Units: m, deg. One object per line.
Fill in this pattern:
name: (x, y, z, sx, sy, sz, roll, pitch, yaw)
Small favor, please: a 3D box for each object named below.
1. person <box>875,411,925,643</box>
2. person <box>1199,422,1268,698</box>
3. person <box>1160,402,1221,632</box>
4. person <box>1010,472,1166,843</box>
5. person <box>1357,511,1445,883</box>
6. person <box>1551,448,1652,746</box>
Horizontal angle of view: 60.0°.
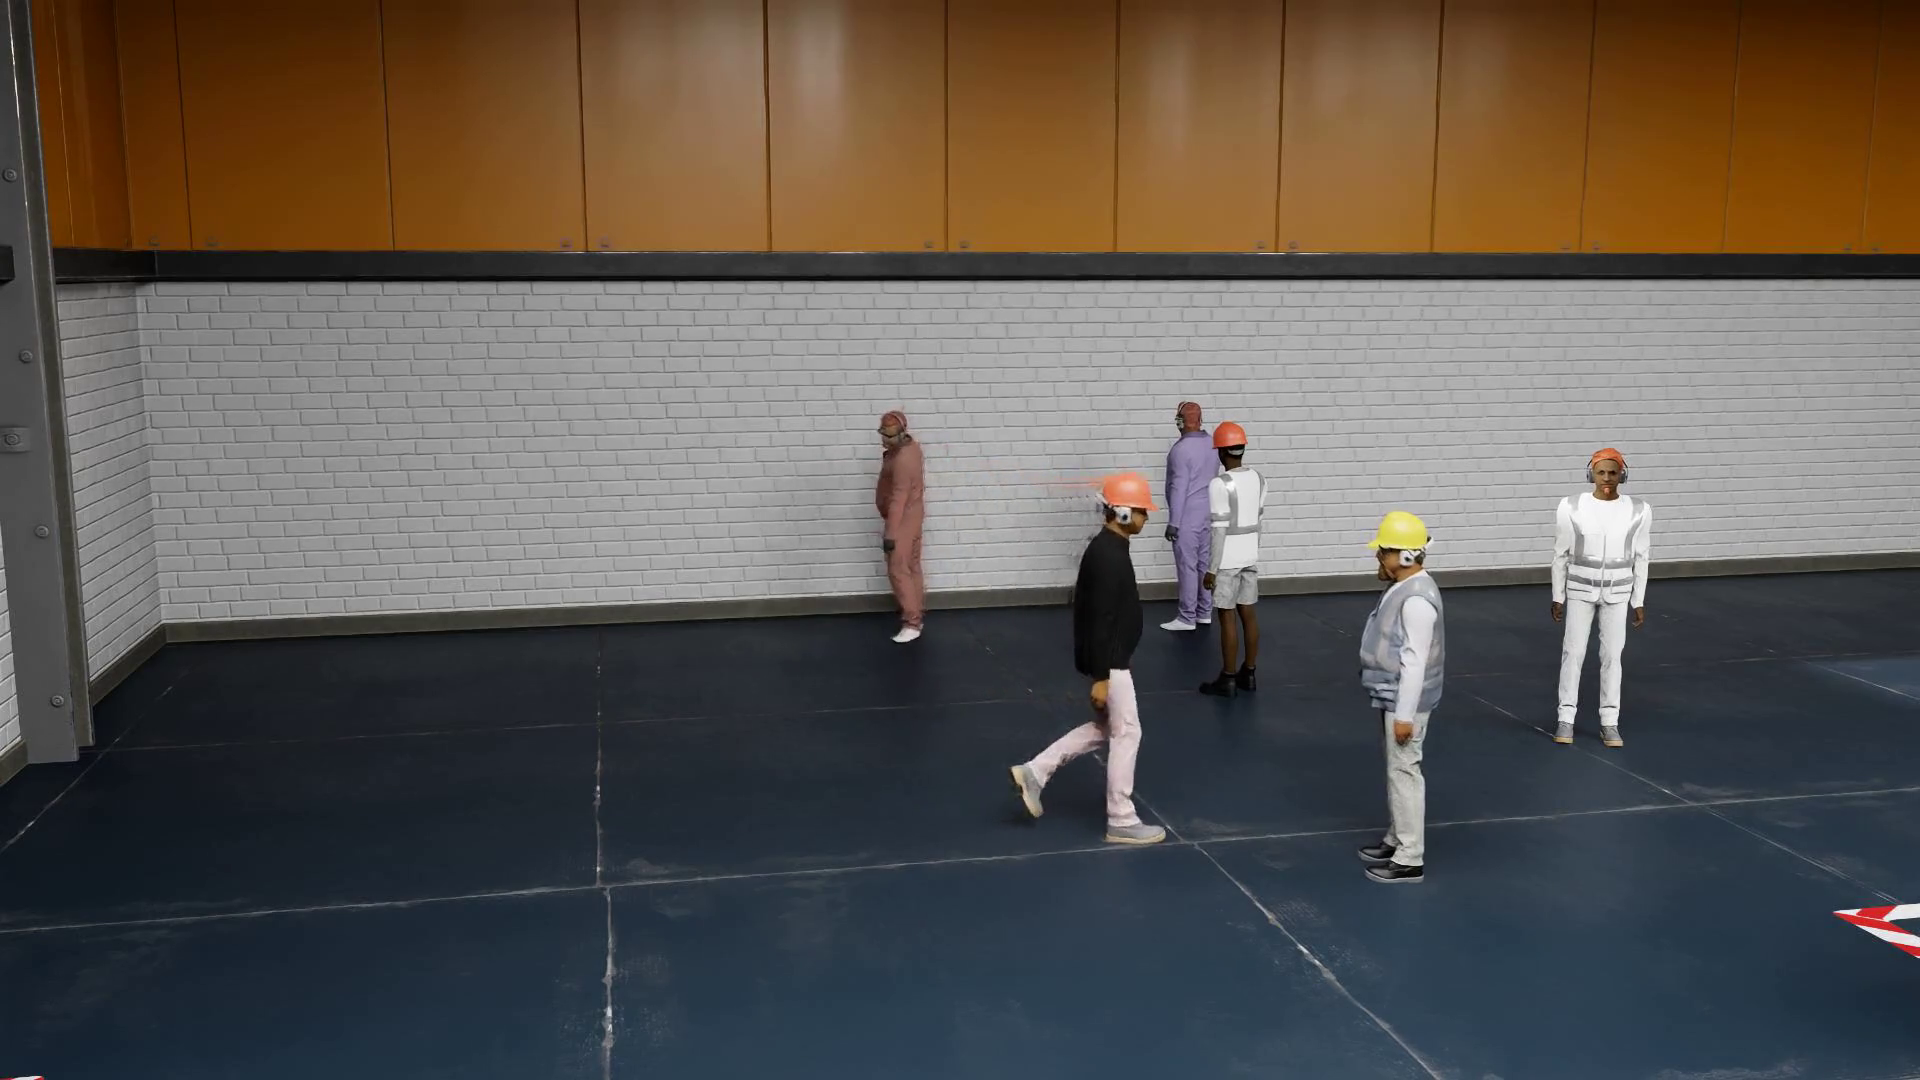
person: (-0.484, -0.131, 13.516, 0.398, 1.874, 0.772, 1, 9, 6)
person: (1.897, 0.137, 11.673, 0.543, 1.932, 0.376, -8, 12, -41)
person: (1.890, -0.194, 13.783, 0.401, 1.904, 0.641, 8, 12, 39)
person: (0.675, 0.614, 8.671, 0.728, 1.964, 0.635, 0, 9, 1)
person: (2.166, 0.763, 8.194, 0.403, 1.827, 0.596, 1, 9, 9)
person: (4.016, 0.360, 10.464, 0.575, 1.882, 0.355, 2, 10, 14)
